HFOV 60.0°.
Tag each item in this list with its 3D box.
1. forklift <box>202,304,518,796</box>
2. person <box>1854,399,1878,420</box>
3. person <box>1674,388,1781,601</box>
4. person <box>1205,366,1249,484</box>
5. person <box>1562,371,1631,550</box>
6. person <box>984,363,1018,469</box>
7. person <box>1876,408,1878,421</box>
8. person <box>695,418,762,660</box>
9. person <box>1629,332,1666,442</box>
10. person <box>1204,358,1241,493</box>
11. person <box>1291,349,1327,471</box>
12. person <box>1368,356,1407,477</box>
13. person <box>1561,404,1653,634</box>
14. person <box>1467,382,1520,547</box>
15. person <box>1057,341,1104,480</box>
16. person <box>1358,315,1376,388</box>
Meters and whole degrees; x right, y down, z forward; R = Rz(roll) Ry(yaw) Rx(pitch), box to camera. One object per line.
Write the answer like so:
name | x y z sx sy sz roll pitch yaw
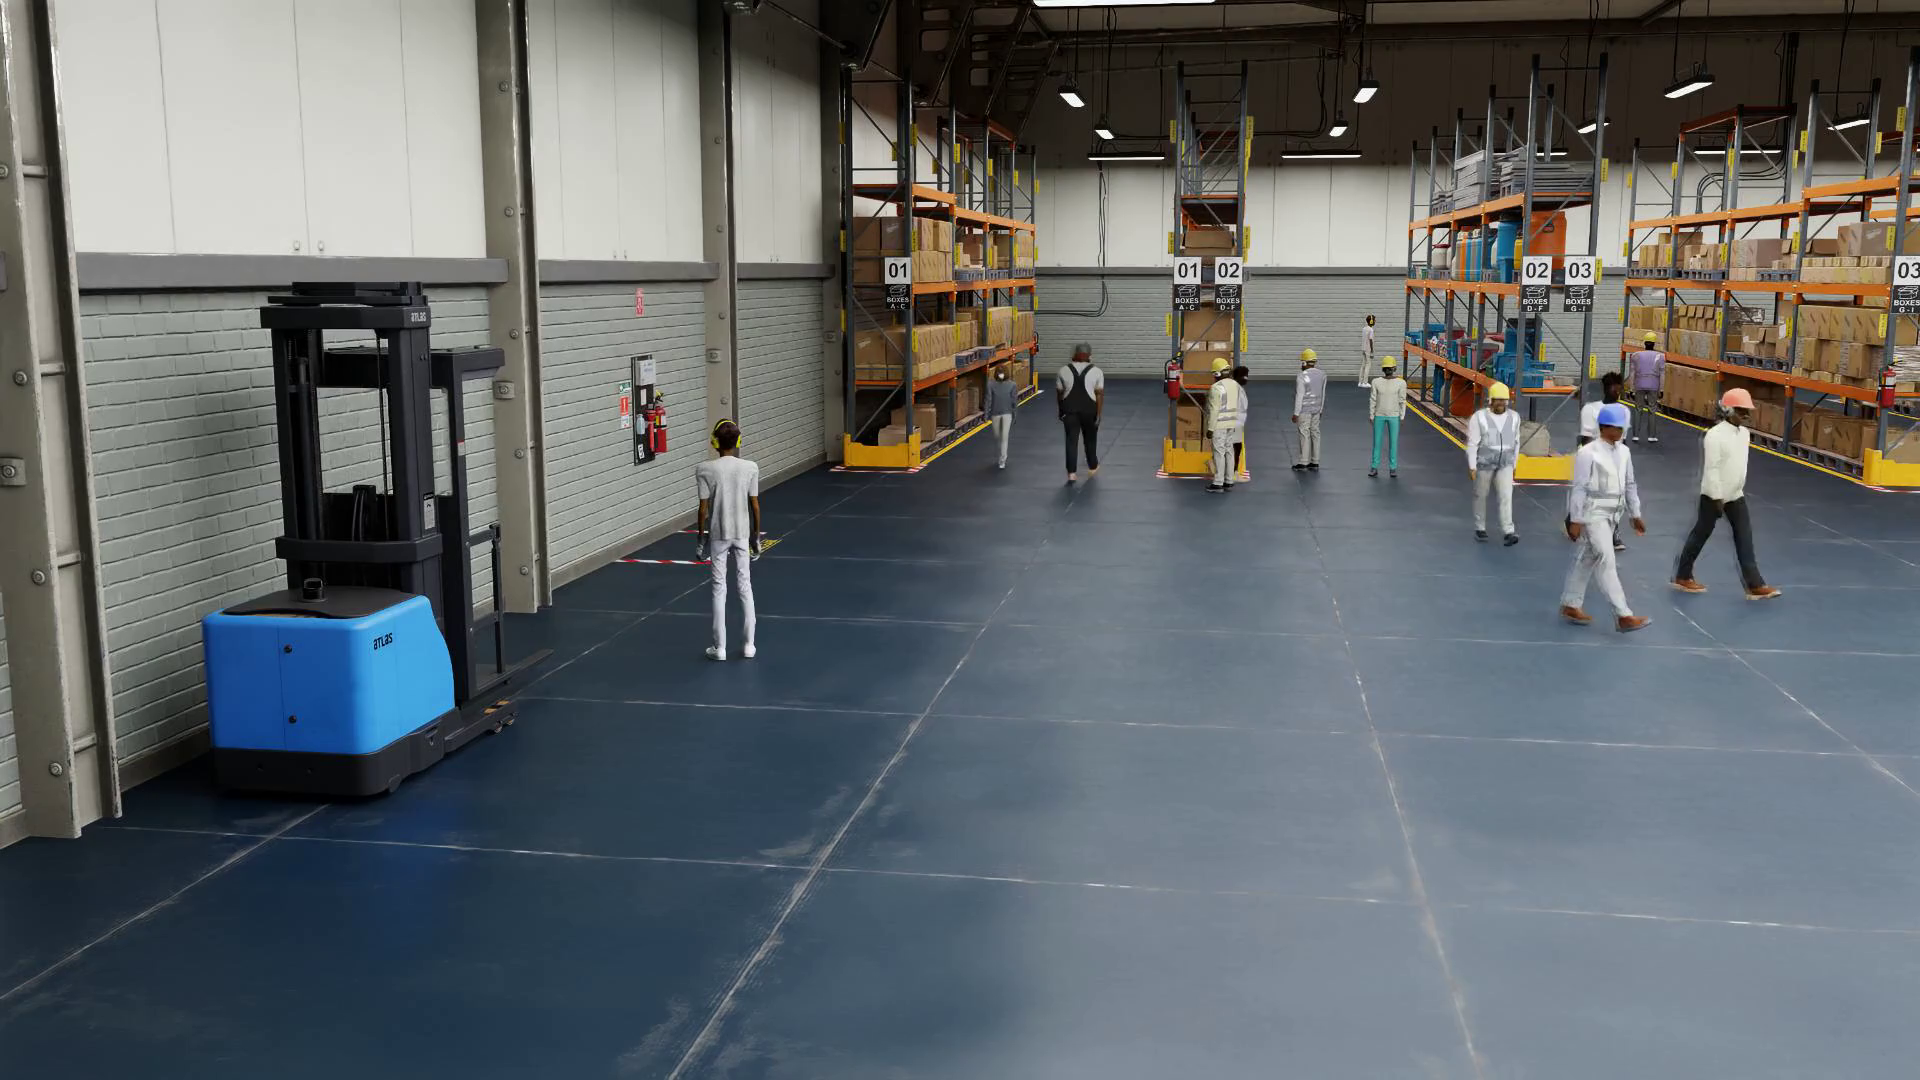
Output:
forklift | -3.673 -0.038 10.147 1.129 2.768 1.873 1 9 9
person | 15.778 -2.631 28.764 0.629 1.987 1.073 2 9 12
person | 7.064 -0.425 15.297 0.646 1.938 1.017 -5 11 -30
person | 3.840 -1.659 23.711 0.616 1.674 0.542 4 10 21
person | 7.031 -0.901 18.292 0.623 1.935 0.959 -2 9 -10
person | 0.646 -1.945 25.725 0.502 1.608 0.804 2 9 10
person | 17.035 -2.884 30.641 0.563 1.886 0.986 3 10 15
person | -1.801 -0.007 12.930 0.528 1.872 0.323 -3 10 -20
person | 12.106 -2.691 29.310 0.589 1.927 0.368 5 11 29
person | 3.566 -1.570 22.720 0.403 1.823 0.588 9 13 43
person | 5.243 -1.962 25.098 0.588 1.835 0.403 -6 11 -34
person | 6.265 -1.812 24.385 0.525 1.769 0.328 4 10 22
person | 5.460 -0.183 13.905 0.627 1.897 0.967 -6 11 -35
person | 5.882 -0.833 18.279 0.617 1.778 0.930 0 9 0
person | 1.761 -1.882 24.104 0.699 2.000 1.004 2 9 14
person | 10.570 -4.890 43.091 0.337 1.864 0.505 -2 9 -12
